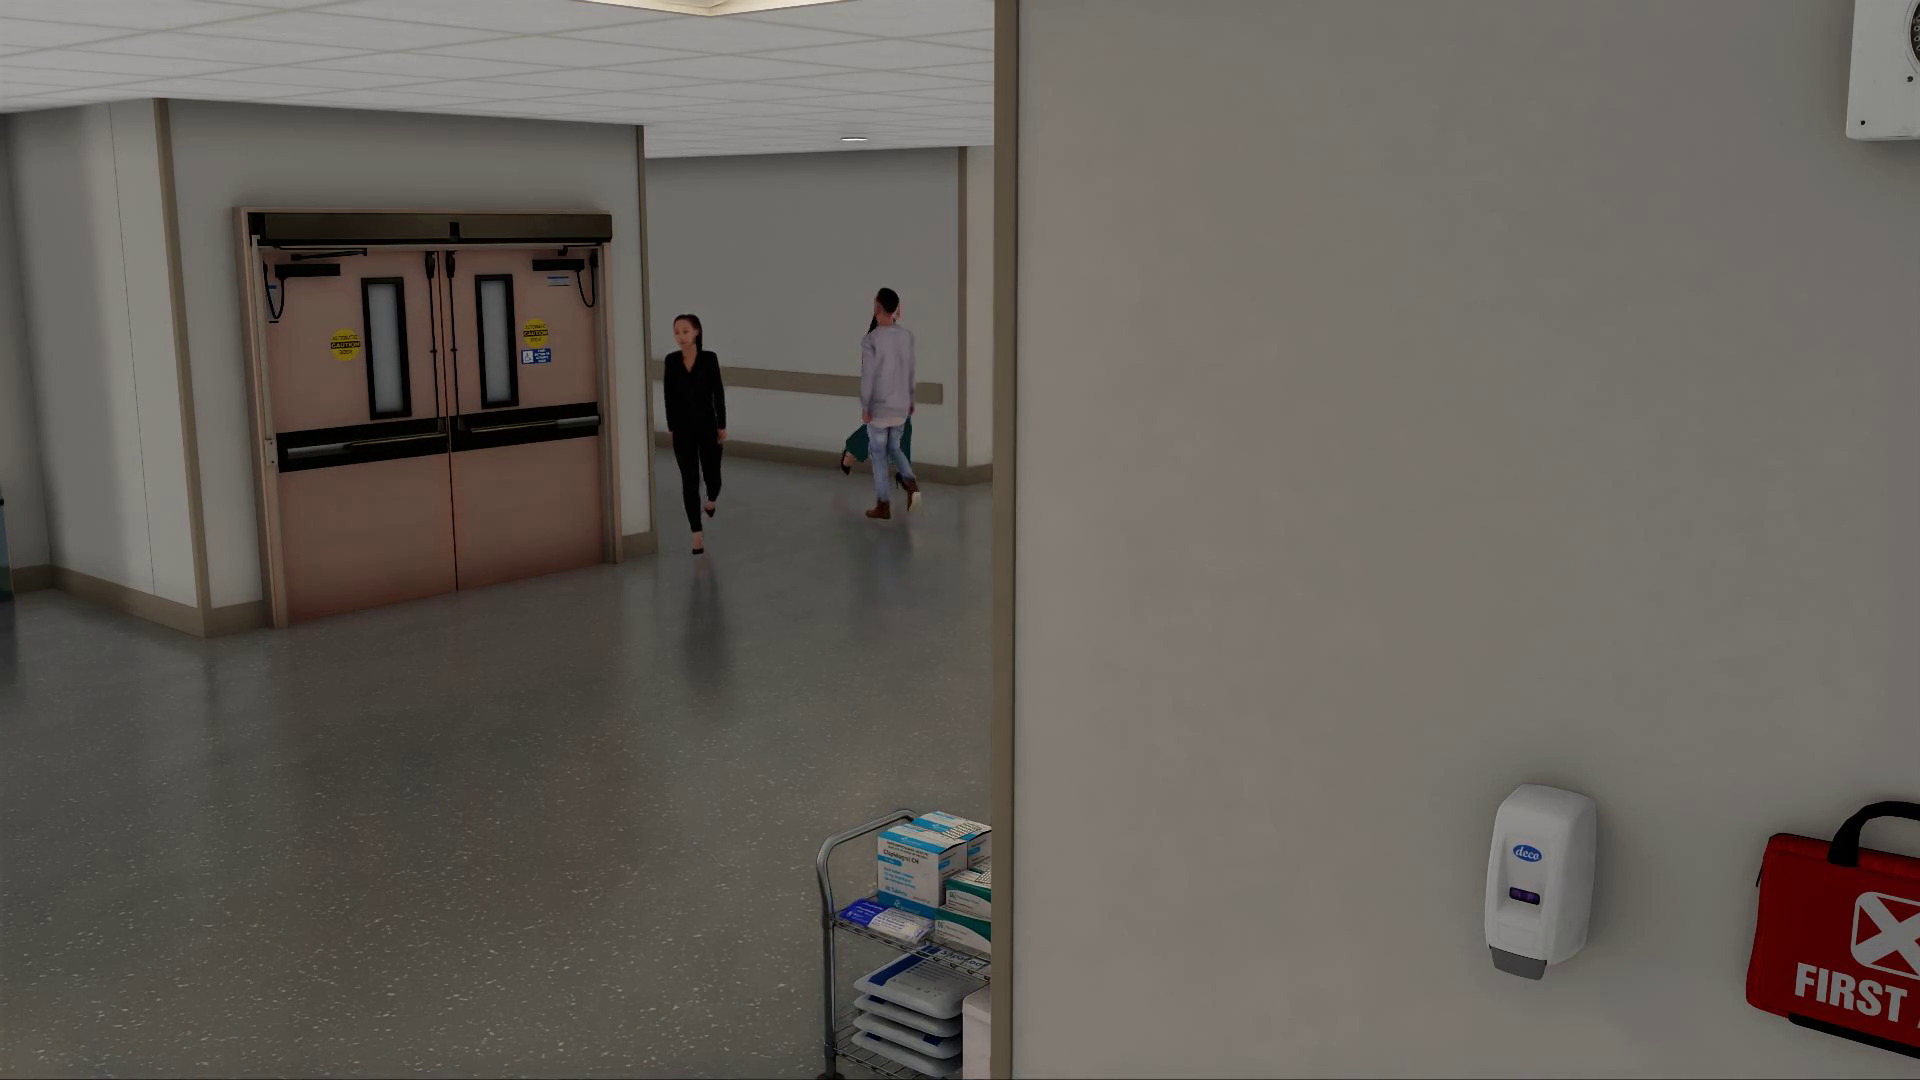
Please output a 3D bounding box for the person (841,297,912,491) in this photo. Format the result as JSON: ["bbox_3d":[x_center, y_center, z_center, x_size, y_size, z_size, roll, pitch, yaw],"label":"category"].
[{"bbox_3d":[-0.708,-1.272,14.522,0.688,1.712,0.966,10,14,41],"label":"person"}]

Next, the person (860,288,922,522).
[{"bbox_3d":[-0.517,-1.046,13.006,0.823,1.834,0.825,-9,14,-39],"label":"person"}]

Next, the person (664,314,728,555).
[{"bbox_3d":[-1.875,-0.750,11.831,0.917,1.690,0.984,-1,11,-5],"label":"person"}]
